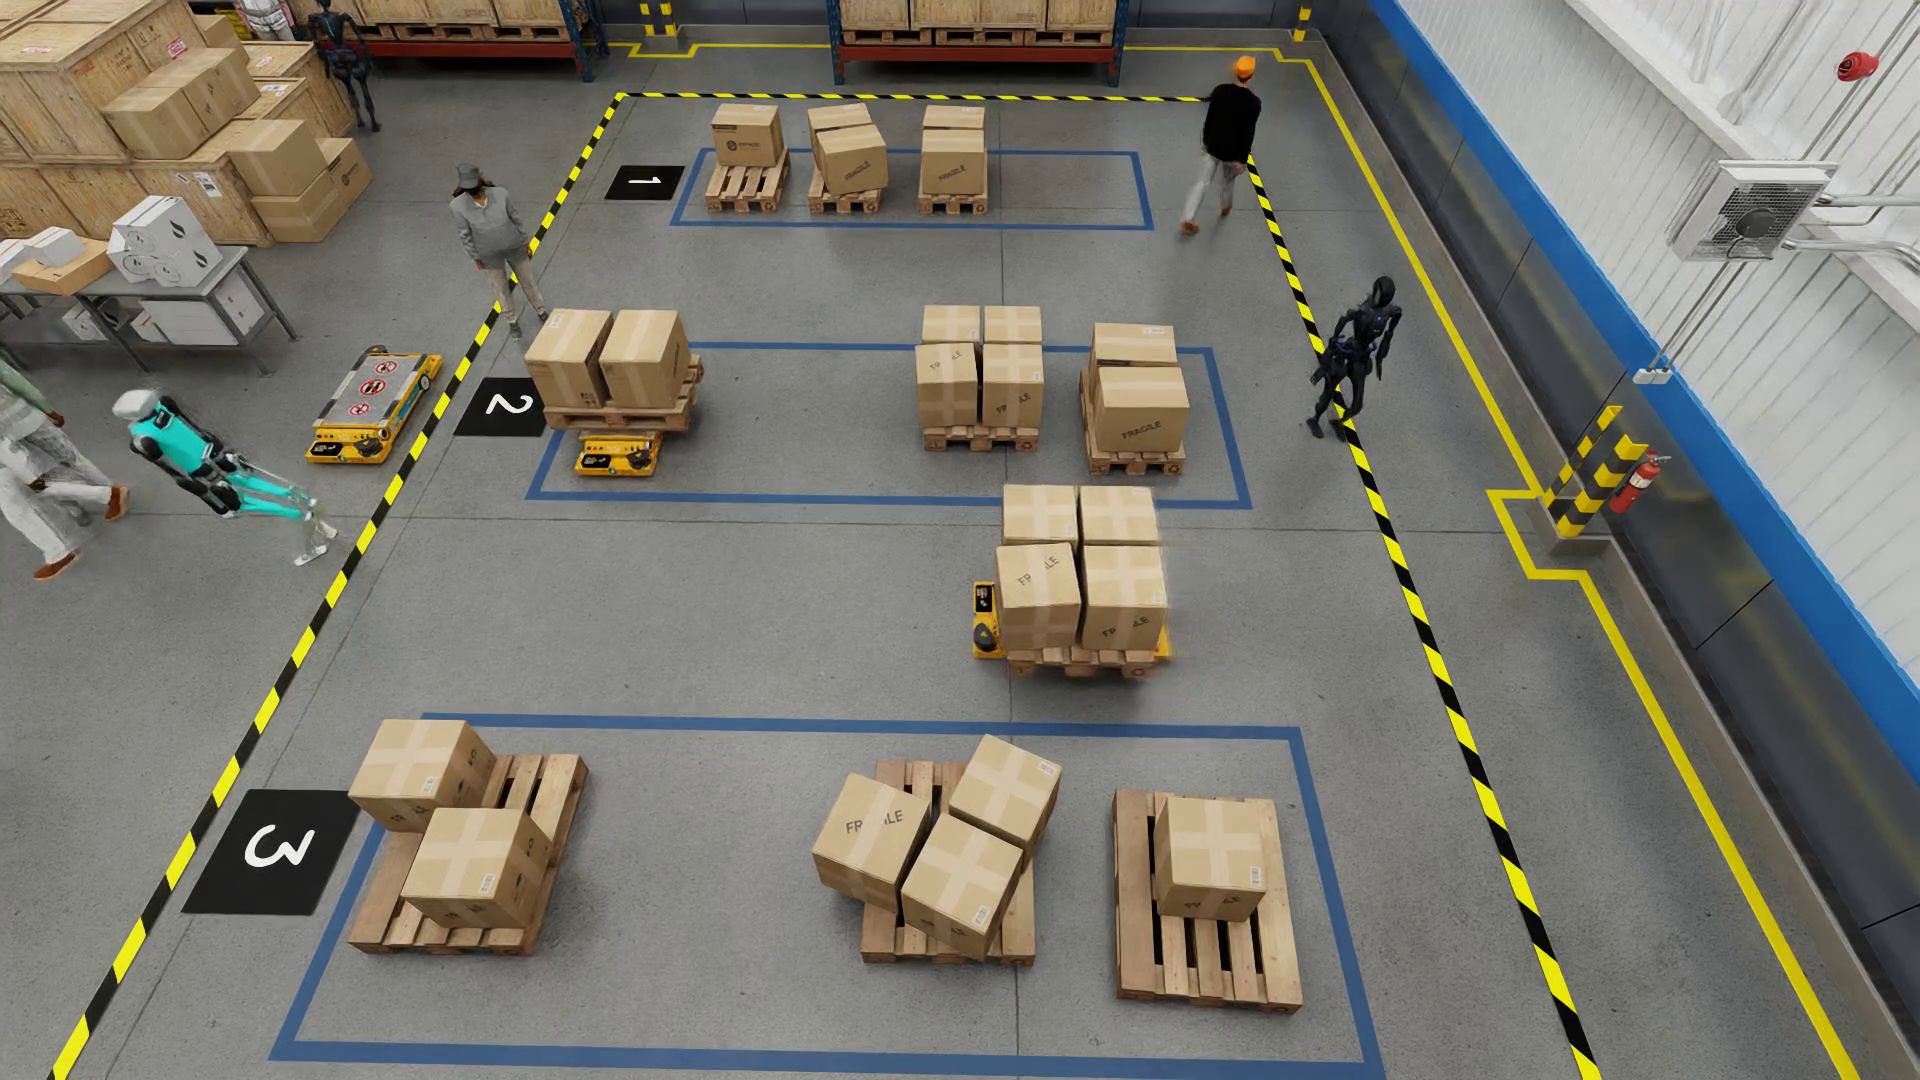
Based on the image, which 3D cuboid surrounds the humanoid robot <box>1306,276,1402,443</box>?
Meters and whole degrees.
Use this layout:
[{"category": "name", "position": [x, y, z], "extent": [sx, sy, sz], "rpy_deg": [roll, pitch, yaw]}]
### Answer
[{"category": "humanoid robot", "position": [3.297, -1.505, 7.718], "extent": [0.613, 1.642, 0.368], "rpy_deg": [-7, 50, -6]}]

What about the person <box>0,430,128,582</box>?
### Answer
[{"category": "person", "position": [-7.109, -0.576, 6.825], "extent": [0.578, 1.864, 0.842], "rpy_deg": [27, 55, 21]}]

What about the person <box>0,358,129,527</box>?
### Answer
[{"category": "person", "position": [-7.267, -0.875, 7.007], "extent": [0.386, 1.949, 0.603], "rpy_deg": [37, 59, 27]}]

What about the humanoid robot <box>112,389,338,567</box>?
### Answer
[{"category": "humanoid robot", "position": [-5.240, -0.465, 6.786], "extent": [0.783, 1.736, 0.627], "rpy_deg": [-11, 51, -9]}]

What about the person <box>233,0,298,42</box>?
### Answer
[{"category": "person", "position": [-9.138, -6.840, 12.129], "extent": [0.586, 1.833, 0.403], "rpy_deg": [-20, 53, -16]}]

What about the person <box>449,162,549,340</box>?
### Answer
[{"category": "person", "position": [-4.364, -2.755, 8.716], "extent": [0.565, 1.765, 0.400], "rpy_deg": [-27, 55, -21]}]

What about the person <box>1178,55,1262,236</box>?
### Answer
[{"category": "person", "position": [2.853, -4.222, 9.923], "extent": [0.629, 1.830, 0.986], "rpy_deg": [30, 56, 23]}]

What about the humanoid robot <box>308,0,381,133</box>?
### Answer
[{"category": "humanoid robot", "position": [-7.727, -6.011, 11.535], "extent": [0.611, 1.633, 0.382], "rpy_deg": [-13, 51, -11]}]

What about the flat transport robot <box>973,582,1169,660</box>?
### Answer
[{"category": "flat transport robot", "position": [0.817, 0.568, 6.868], "extent": [1.431, 0.197, 0.652], "rpy_deg": [1, 50, 1]}]

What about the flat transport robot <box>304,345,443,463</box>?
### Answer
[{"category": "flat transport robot", "position": [-5.383, -1.269, 8.441], "extent": [0.659, 0.231, 1.431], "rpy_deg": [1, 50, 1]}]

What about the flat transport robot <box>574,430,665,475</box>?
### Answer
[{"category": "flat transport robot", "position": [-2.985, -1.164, 8.334], "extent": [0.652, 0.197, 1.431], "rpy_deg": [1, 50, 1]}]
